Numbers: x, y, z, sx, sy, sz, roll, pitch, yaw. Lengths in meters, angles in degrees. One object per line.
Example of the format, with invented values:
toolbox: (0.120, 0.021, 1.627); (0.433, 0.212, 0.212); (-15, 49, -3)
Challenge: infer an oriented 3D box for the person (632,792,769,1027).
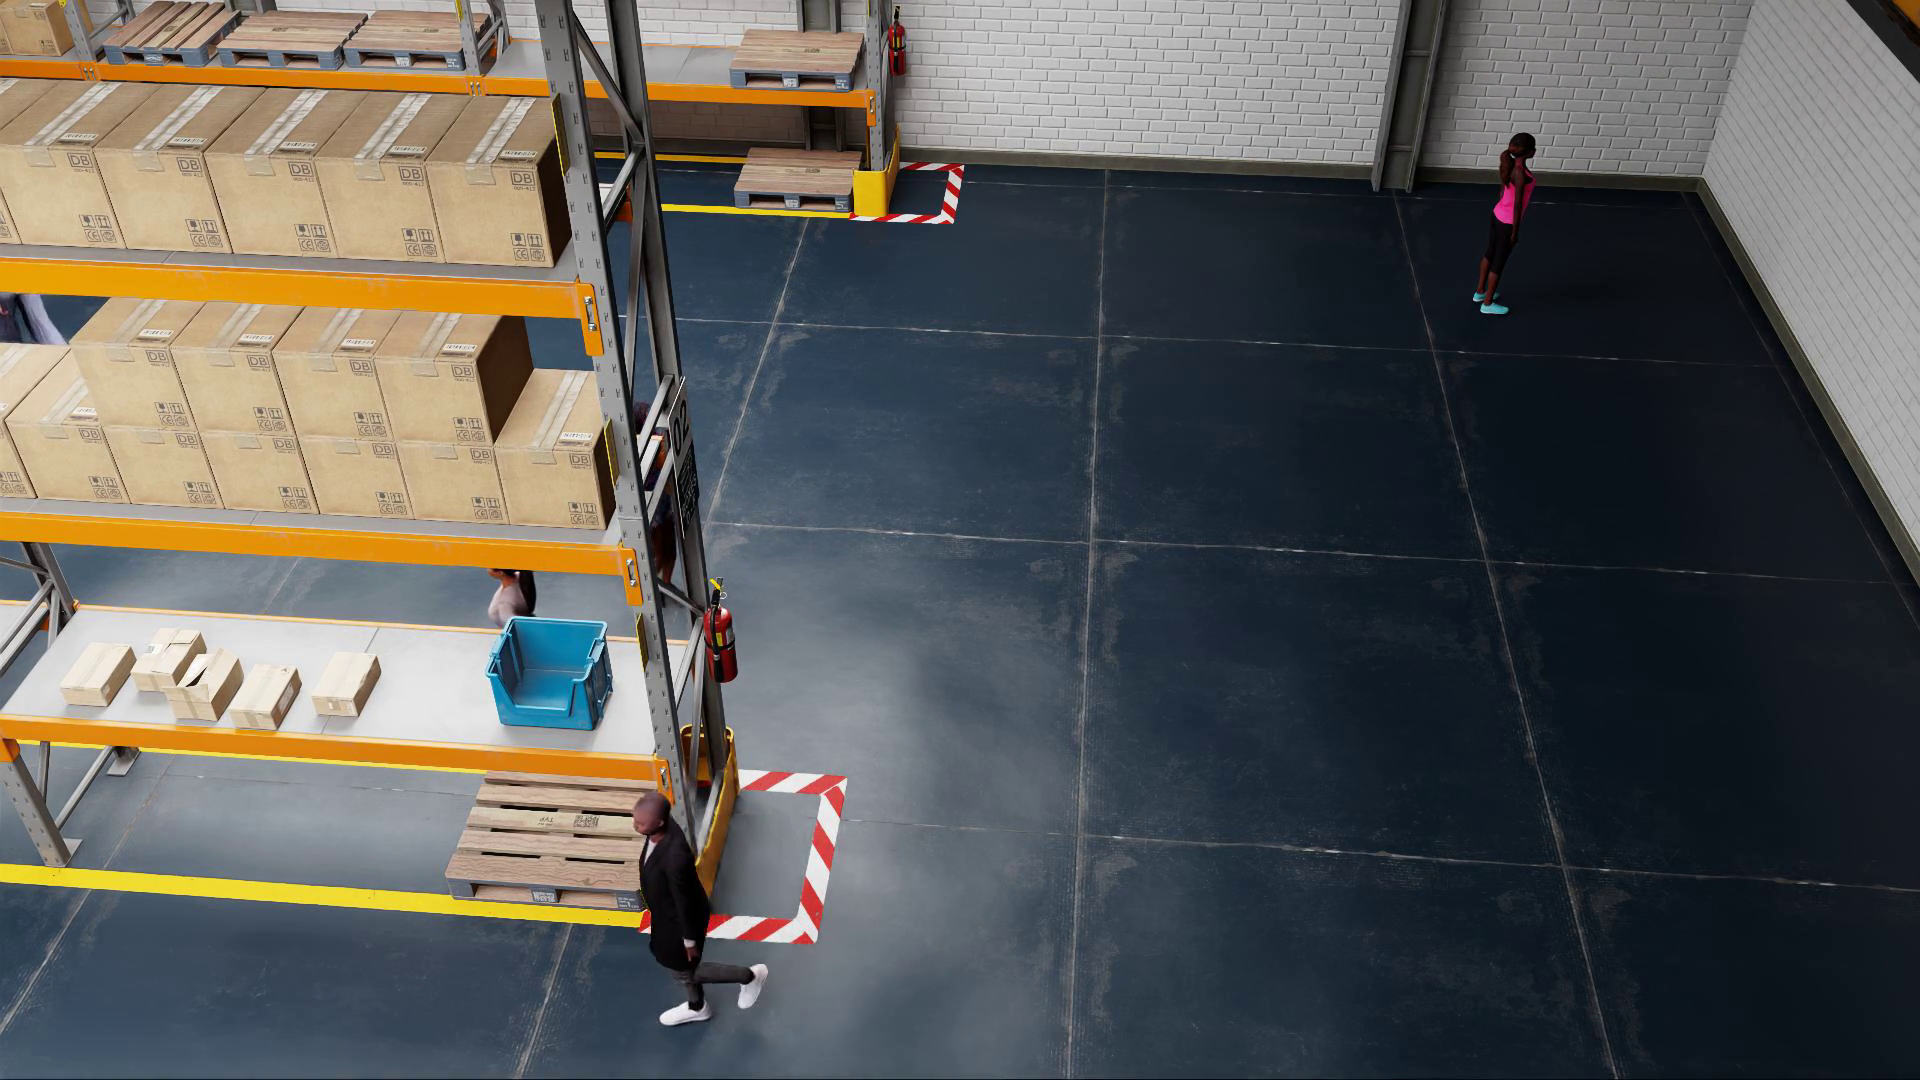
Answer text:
person: (-1.422, 1.978, 8.958); (0.988, 1.739, 0.873); (-15, 41, -18)

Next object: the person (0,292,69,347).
person: (-7.970, -2.077, 14.105); (1.194, 1.652, 1.016); (28, 46, 30)

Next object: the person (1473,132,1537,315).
person: (4.935, -2.880, 15.054); (0.571, 1.723, 0.572); (-1, 39, -1)

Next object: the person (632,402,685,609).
person: (-2.188, -0.270, 11.780); (0.714, 1.731, 0.770); (-30, 47, -32)
